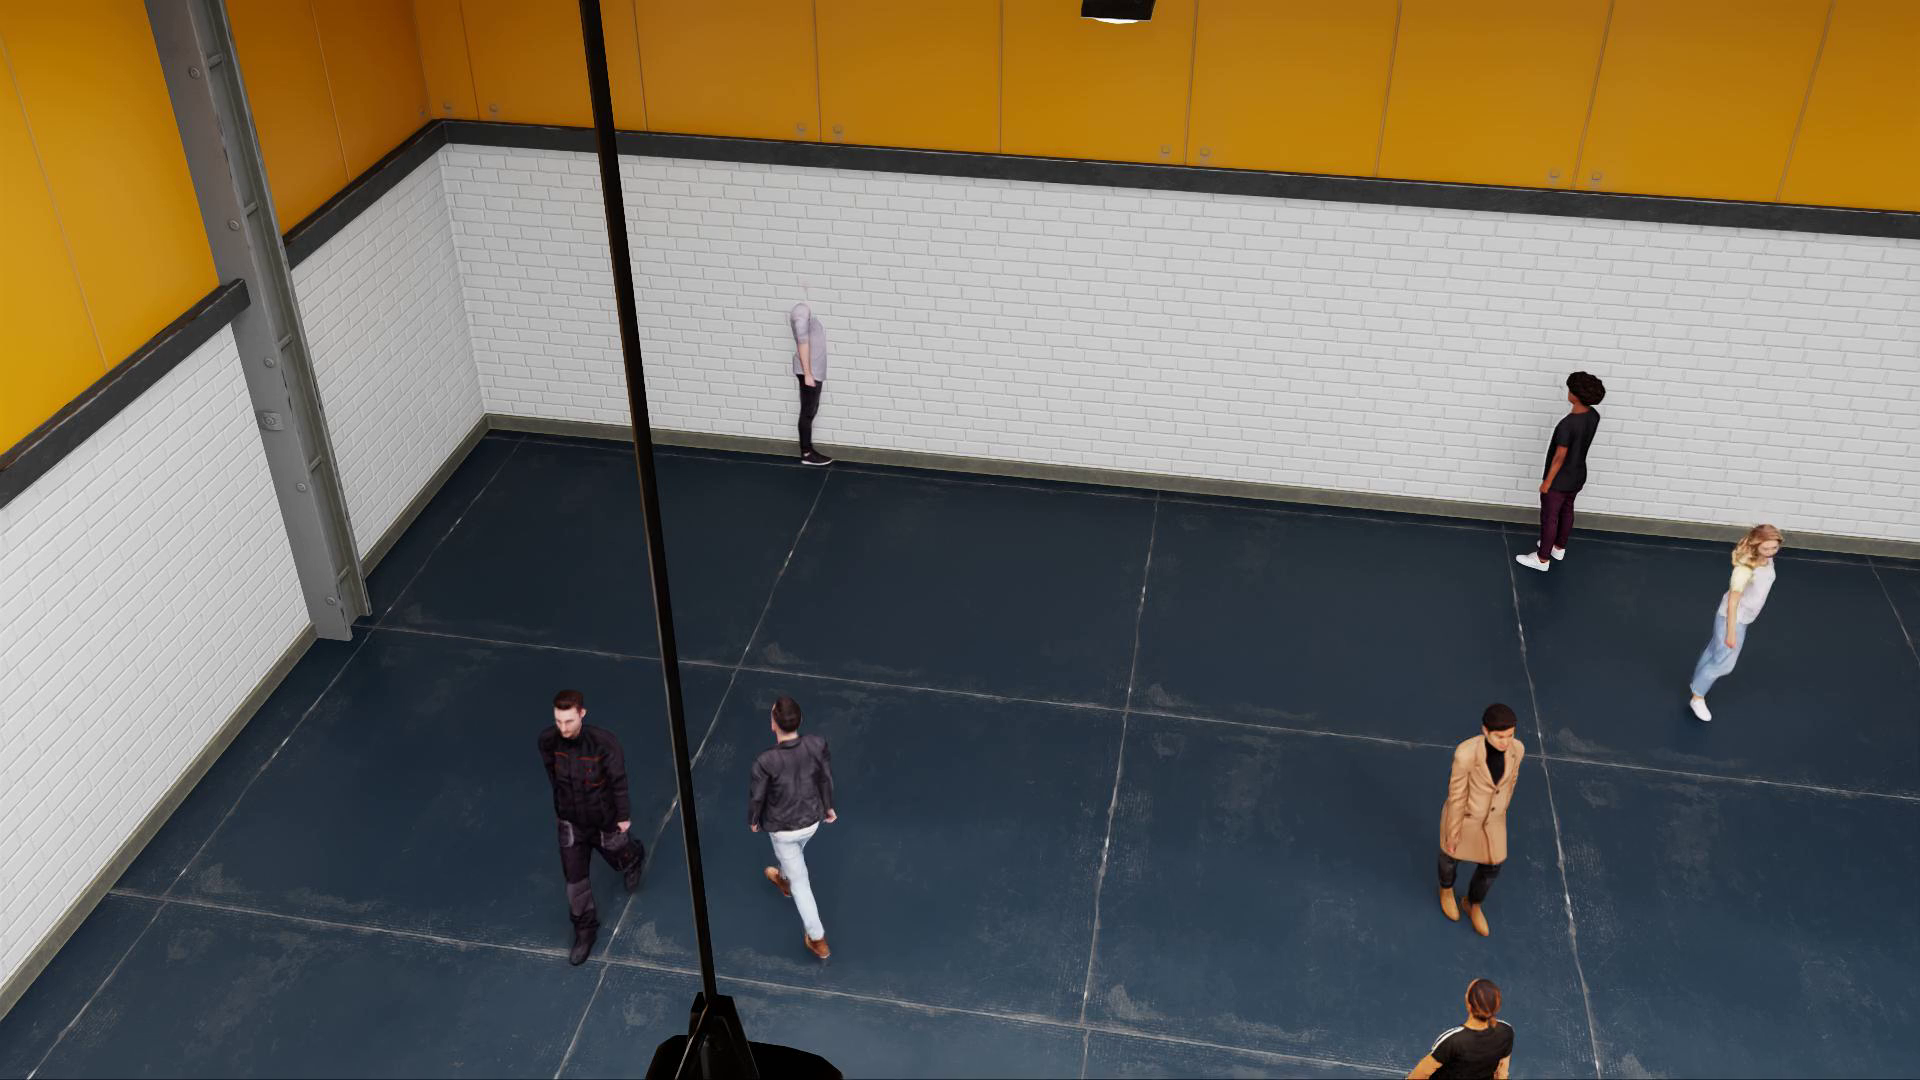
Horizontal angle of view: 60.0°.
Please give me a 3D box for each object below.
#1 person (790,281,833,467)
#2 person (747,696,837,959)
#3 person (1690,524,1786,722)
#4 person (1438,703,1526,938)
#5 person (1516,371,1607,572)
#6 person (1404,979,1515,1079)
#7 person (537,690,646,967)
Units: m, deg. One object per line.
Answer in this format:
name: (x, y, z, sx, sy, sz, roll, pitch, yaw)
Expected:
person: (-1.357, -1.571, 15.015, 0.751, 1.833, 0.550, 2, 34, 2)
person: (-0.969, 1.760, 10.036, 1.124, 1.796, 1.192, -20, 38, -27)
person: (5.550, 0.526, 11.979, 0.915, 1.700, 0.714, 14, 36, 21)
person: (3.150, 1.638, 10.296, 0.747, 1.711, 0.792, -4, 34, -6)
person: (4.933, -0.568, 13.550, 0.701, 1.783, 0.779, -27, 42, -34)
person: (2.566, 2.937, 8.416, 0.917, 1.629, 1.131, -10, 35, -15)
person: (-2.223, 1.633, 10.149, 0.704, 1.882, 1.148, 4, 34, 6)
